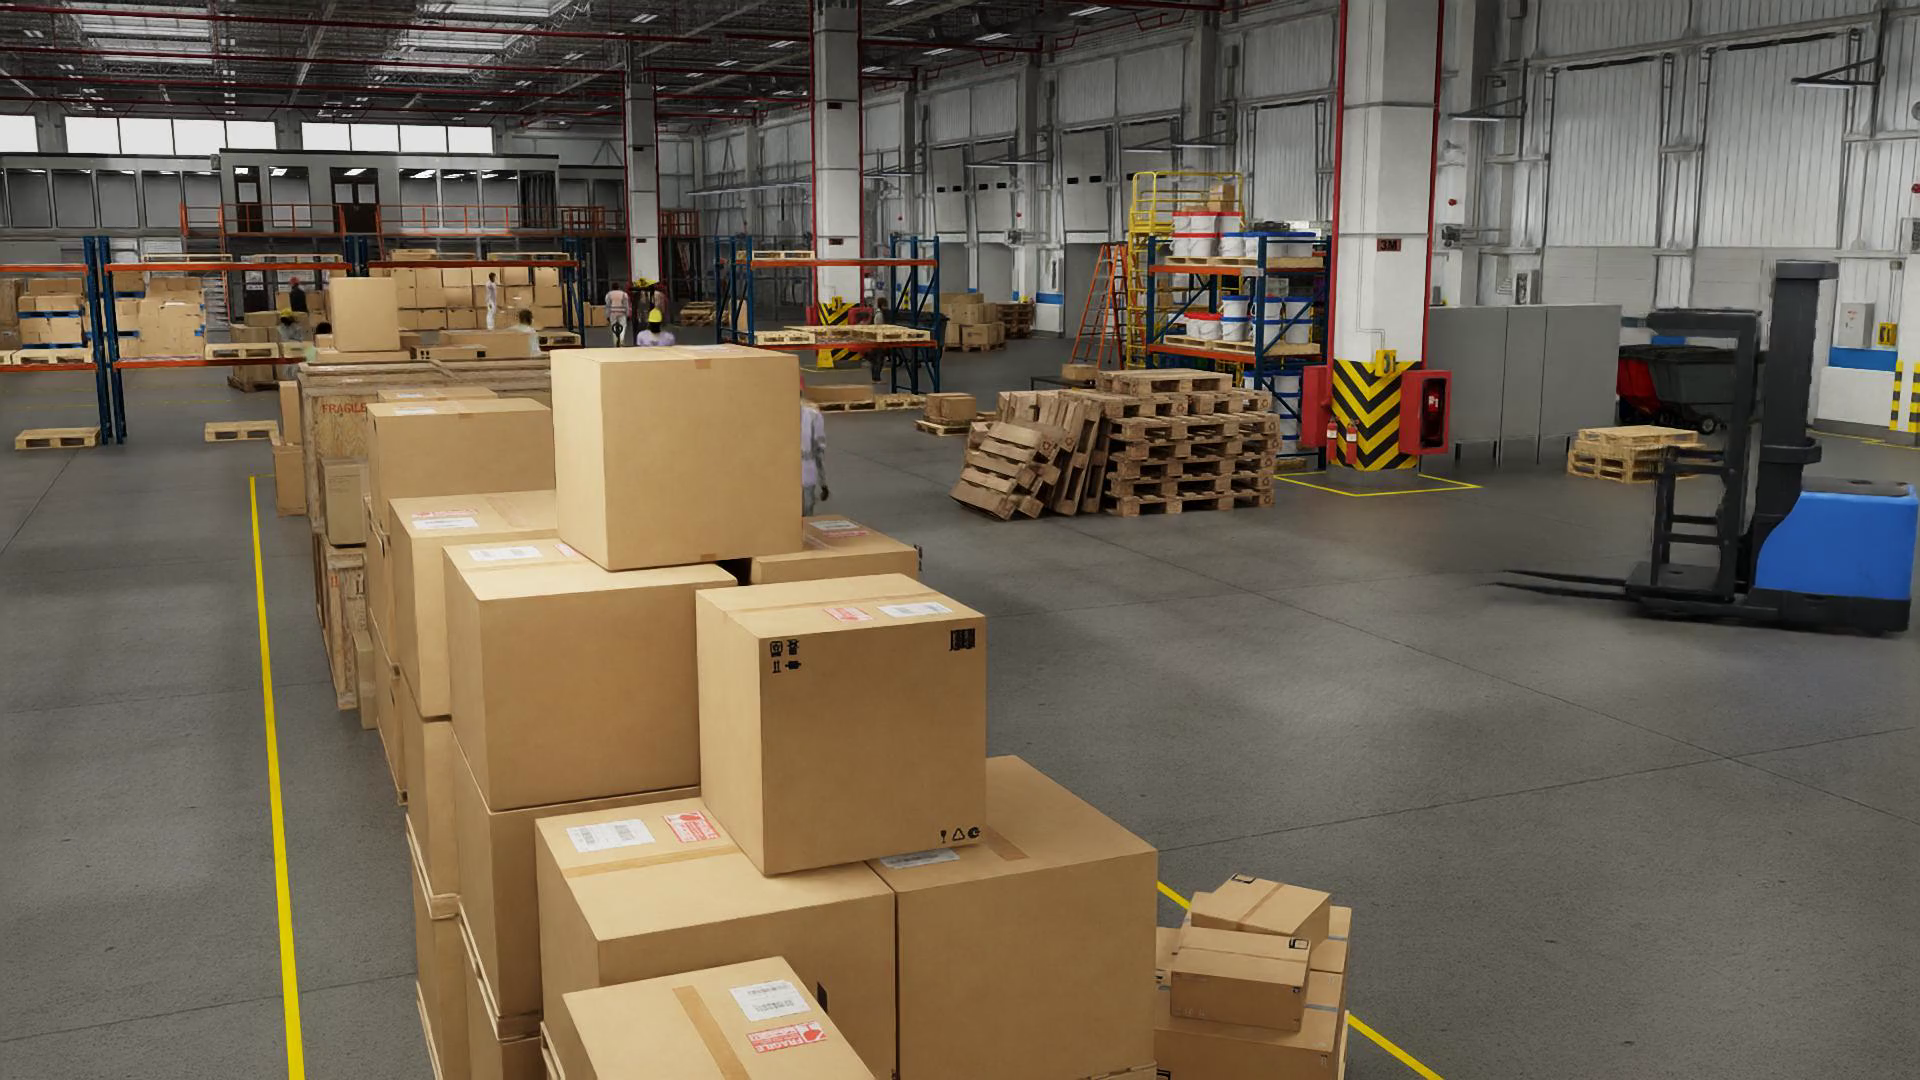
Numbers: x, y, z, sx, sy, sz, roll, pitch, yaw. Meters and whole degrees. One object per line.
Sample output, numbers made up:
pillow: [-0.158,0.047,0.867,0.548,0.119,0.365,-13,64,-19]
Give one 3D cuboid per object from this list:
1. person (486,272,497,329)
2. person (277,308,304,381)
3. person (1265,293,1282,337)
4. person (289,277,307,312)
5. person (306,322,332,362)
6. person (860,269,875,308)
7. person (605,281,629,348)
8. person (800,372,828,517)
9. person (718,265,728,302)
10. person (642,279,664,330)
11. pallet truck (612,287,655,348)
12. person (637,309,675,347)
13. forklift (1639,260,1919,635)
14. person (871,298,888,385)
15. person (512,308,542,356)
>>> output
person: [-14.874,-7.536,52.853,0.372,1.932,0.627,0,10,0]
person: [-12.386,-3.431,30.763,0.502,1.723,0.413,2,10,11]
person: [6.026,-3.843,32.464,0.551,1.936,0.357,4,11,23]
person: [-17.816,-6.125,45.011,0.928,1.963,0.631,4,11,19]
person: [-8.431,-1.943,22.098,0.595,1.901,0.462,5,11,26]
person: [-3.352,-8.876,60.296,0.548,1.910,0.831,-1,10,-8]
person: [-9.371,-6.148,45.465,0.653,1.829,0.443,-2,10,-9]
person: [-1.442,-0.540,14.318,0.546,1.920,0.775,-4,11,-22]
person: [-11.244,-12.208,78.540,0.603,1.952,0.957,-4,11,-20]
person: [-8.332,-6.116,45.128,0.637,1.880,0.859,-4,11,-22]
pallet truck: [-6.464,-4.406,35.401,0.823,1.965,1.885,6,12,32]
person: [-4.715,-2.608,25.735,0.627,1.907,0.580,-1,10,-3]
forklift: [6.478,-0.787,13.025,1.873,2.768,1.129,5,12,27]
person: [-1.668,-4.092,34.246,0.340,1.802,0.760,-2,11,-12]
person: [-6.977,-2.769,26.721,0.649,1.882,1.040,9,14,41]
